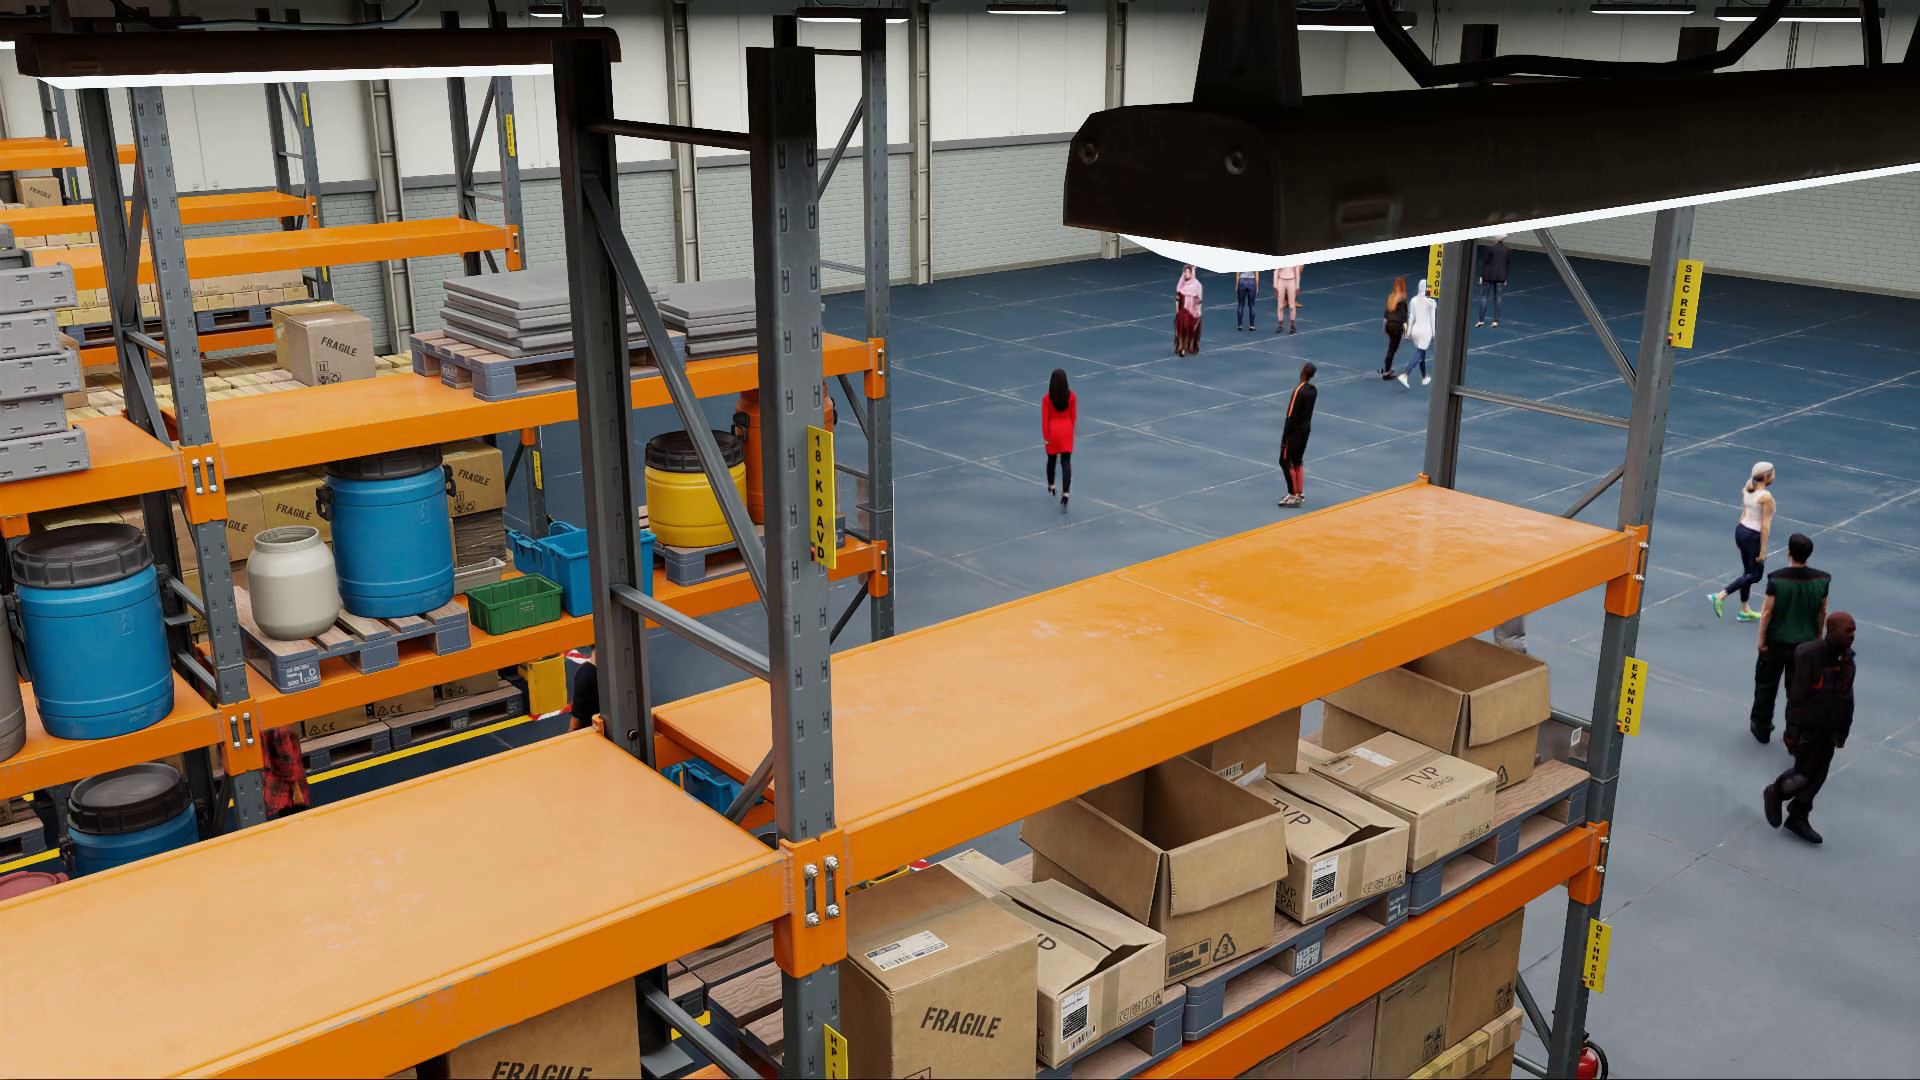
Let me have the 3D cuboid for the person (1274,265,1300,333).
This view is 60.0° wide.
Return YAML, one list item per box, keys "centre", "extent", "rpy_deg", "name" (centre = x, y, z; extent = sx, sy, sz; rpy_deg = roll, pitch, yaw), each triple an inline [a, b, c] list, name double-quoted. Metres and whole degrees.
- centre: [6.206, -4.785, 31.621]
  extent: [0.759, 1.702, 0.808]
  rpy_deg: [3, 18, 9]
  name: "person"

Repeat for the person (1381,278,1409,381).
- centre: [7.149, -3.509, 27.701]
  extent: [0.713, 1.703, 0.705]
  rpy_deg: [-5, 19, -14]
  name: "person"

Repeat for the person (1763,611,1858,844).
- centre: [6.396, 1.361, 12.576]
  extent: [0.841, 1.808, 0.914]
  rpy_deg: [-5, 19, -14]
  name: "person"

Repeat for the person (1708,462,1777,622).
- centre: [7.925, 0.043, 16.819]
  extent: [1.040, 1.687, 0.881]
  rpy_deg: [-3, 18, -10]
  name: "person"

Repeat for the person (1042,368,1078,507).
- centre: [1.269, -1.241, 20.733]
  extent: [1.116, 1.704, 1.054]
  rpy_deg: [-2, 18, -8]
  name: "person"

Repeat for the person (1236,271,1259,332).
- centre: [5.501, -4.878, 31.873]
  extent: [0.652, 1.722, 0.680]
  rpy_deg: [5, 19, 15]
  name: "person"

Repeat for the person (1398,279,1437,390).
- centre: [7.449, -3.316, 27.050]
  extent: [1.112, 1.739, 0.639]
  rpy_deg: [-12, 22, -33]
  name: "person"

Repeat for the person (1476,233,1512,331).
- centre: [9.322, -4.591, 29.165]
  extent: [0.817, 1.775, 0.792]
  rpy_deg: [1, 18, 2]
  name: "person"

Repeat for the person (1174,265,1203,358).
- centre: [4.093, -4.070, 29.574]
  extent: [1.008, 1.608, 1.164]
  rpy_deg: [5, 19, 16]
  name: "person"

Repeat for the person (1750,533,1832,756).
- centre: [6.957, 0.890, 13.899]
  extent: [1.044, 1.884, 1.147]
  rpy_deg: [3, 18, 10]
  name: "person"

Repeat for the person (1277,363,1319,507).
- centre: [4.237, -1.311, 20.838]
  extent: [0.869, 1.771, 0.551]
  rpy_deg: [11, 21, 29]
  name: "person"
